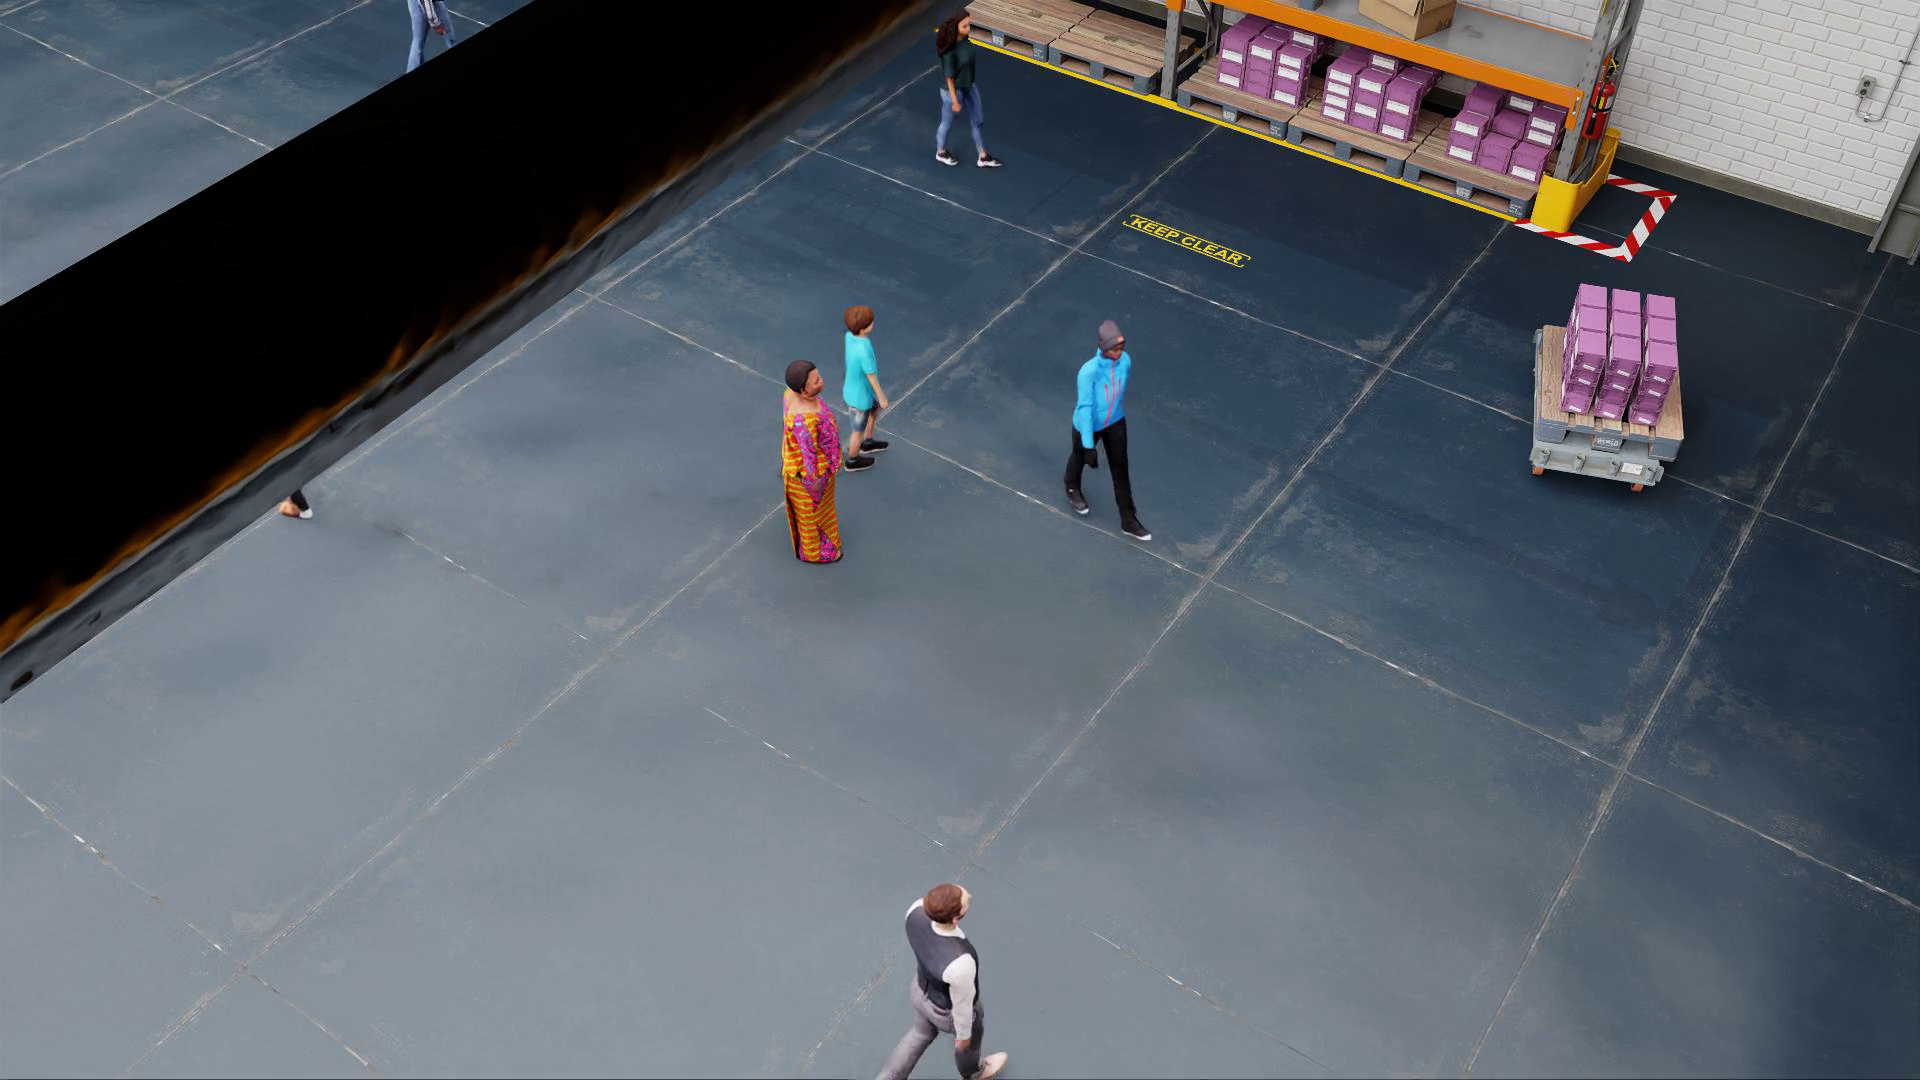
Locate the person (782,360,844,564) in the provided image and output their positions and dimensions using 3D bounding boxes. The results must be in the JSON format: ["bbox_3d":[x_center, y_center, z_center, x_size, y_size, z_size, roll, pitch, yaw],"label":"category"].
[{"bbox_3d":[-1.028,-0.578,11.509,0.839,1.686,0.779,-7,44,-8],"label":"person"}]

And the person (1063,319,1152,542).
[{"bbox_3d":[0.917,-0.864,11.757,0.928,1.758,1.177,-21,48,-21],"label":"person"}]

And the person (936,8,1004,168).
[{"bbox_3d":[-0.099,-4.172,15.347,0.914,1.595,0.642,21,47,20],"label":"person"}]

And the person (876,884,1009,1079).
[{"bbox_3d":[-0.153,2.320,8.304,0.989,1.910,1.156,-25,49,-24],"label":"person"}]

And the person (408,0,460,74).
[{"bbox_3d":[-5.300,-5.184,16.310,1.161,1.732,0.964,1,44,1],"label":"person"}]

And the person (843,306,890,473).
[{"bbox_3d":[-0.799,-1.088,12.225,0.732,1.435,0.675,-11,45,-12],"label":"person"}]
